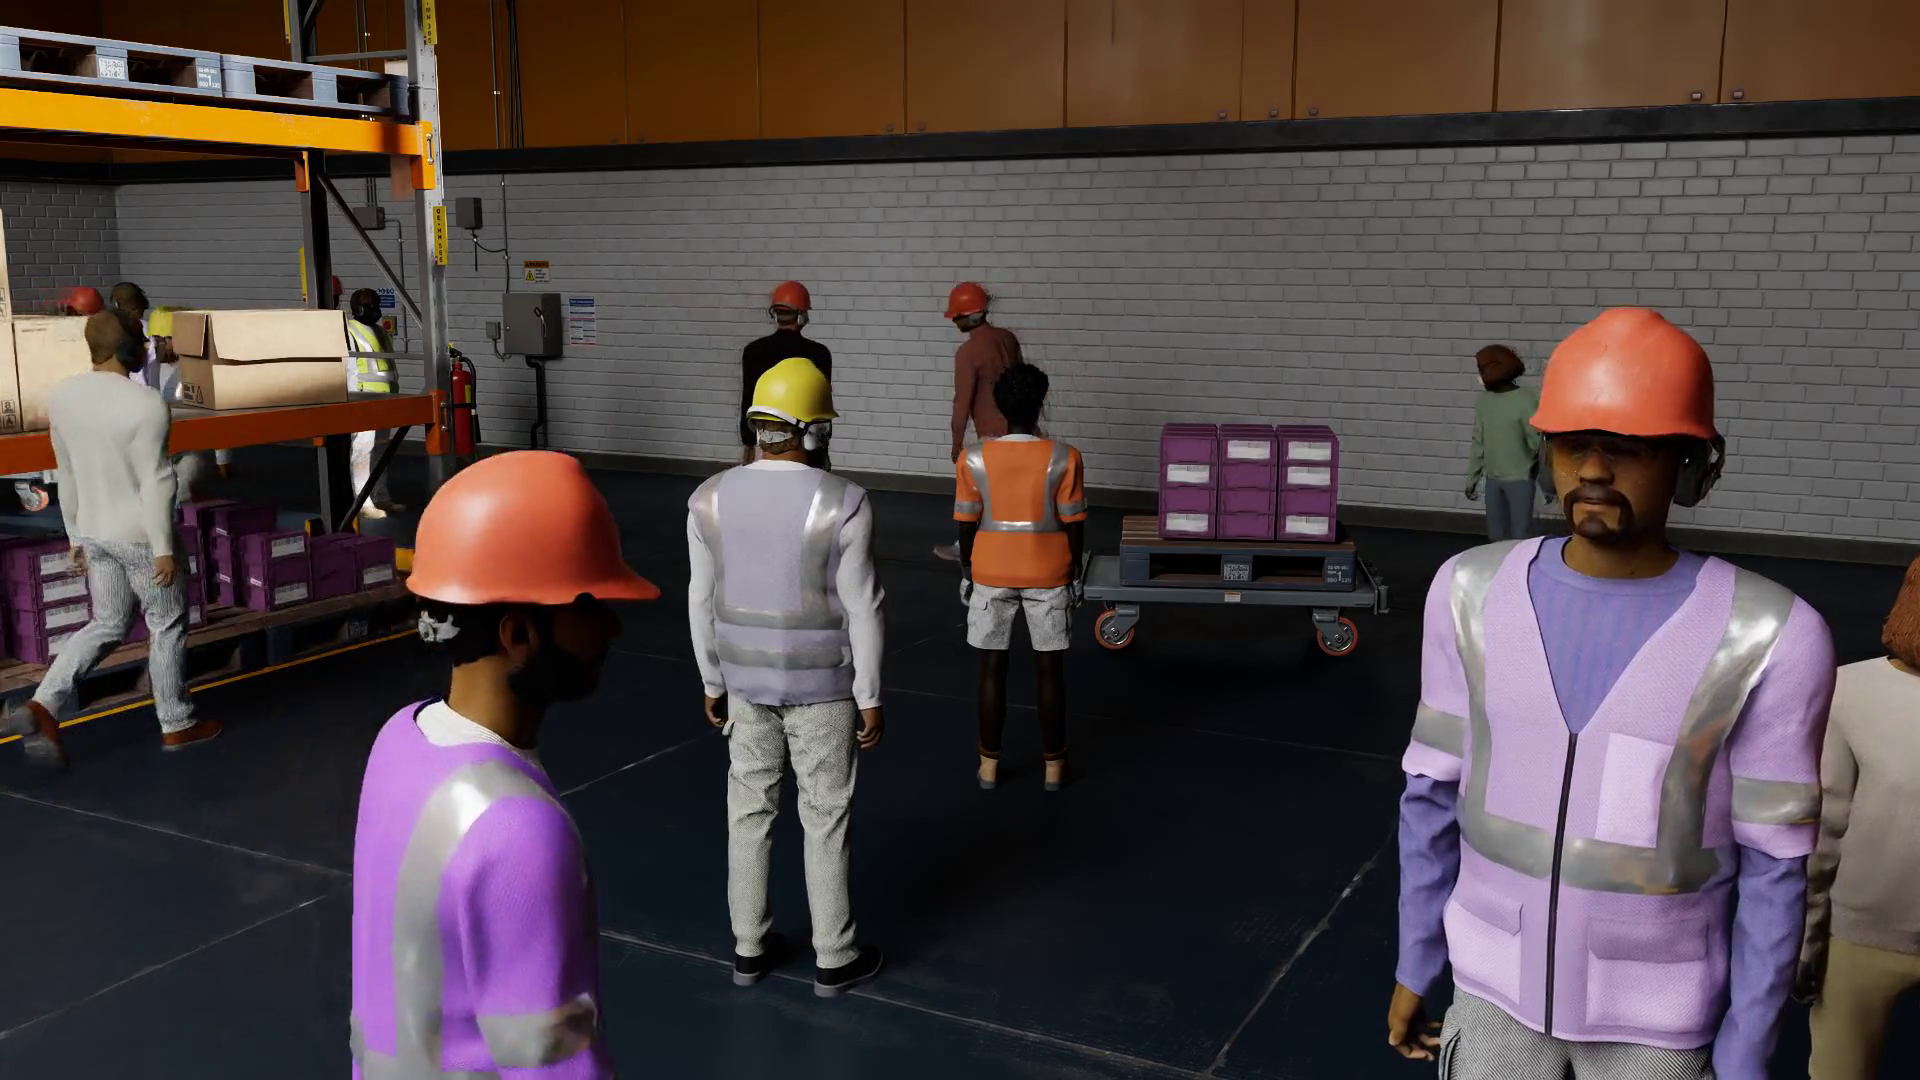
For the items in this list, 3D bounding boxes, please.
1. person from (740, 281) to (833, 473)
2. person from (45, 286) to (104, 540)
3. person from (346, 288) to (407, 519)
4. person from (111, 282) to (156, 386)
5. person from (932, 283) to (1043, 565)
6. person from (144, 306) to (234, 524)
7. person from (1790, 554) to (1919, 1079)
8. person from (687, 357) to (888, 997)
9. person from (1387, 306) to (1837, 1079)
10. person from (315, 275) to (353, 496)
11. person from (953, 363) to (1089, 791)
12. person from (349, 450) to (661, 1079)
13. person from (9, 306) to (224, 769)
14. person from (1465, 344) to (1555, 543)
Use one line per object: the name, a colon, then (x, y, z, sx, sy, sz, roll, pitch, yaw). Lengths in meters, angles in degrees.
person: (-1.101, -0.614, 10.291, 0.626, 1.962, 0.937, 3, 10, 16)
person: (-6.500, -0.917, 12.260, 0.668, 1.886, 0.367, 2, 10, 9)
person: (-4.748, -1.102, 13.432, 0.429, 1.844, 0.626, 2, 10, 11)
person: (-5.949, -0.885, 11.964, 0.721, 1.912, 0.430, 3, 10, 18)
person: (0.160, -0.721, 10.964, 0.916, 1.927, 0.684, 6, 11, 30)
person: (-4.829, -0.542, 10.293, 0.618, 1.799, 0.703, 7, 12, 35)
person: (1.825, 0.789, 3.153, 0.499, 1.614, 0.278, 3, 10, 19)
person: (-0.478, 0.395, 4.790, 0.597, 1.831, 0.400, 4, 11, 21)
person: (0.945, 0.677, 2.535, 0.608, 2.048, 0.364, 7, 12, 37)
person: (-5.478, -1.349, 14.568, 0.548, 1.942, 0.343, 3, 10, 18)
person: (0.242, 0.154, 6.573, 0.531, 1.697, 0.320, 2, 10, 9)
person: (-0.552, 0.844, 2.172, 1.020, 1.836, 0.575, -5, 11, -27)
person: (-3.509, -0.001, 6.860, 0.634, 1.917, 0.819, 5, 11, 25)
person: (3.188, -0.336, 9.691, 0.414, 1.596, 0.539, -4, 11, -23)
